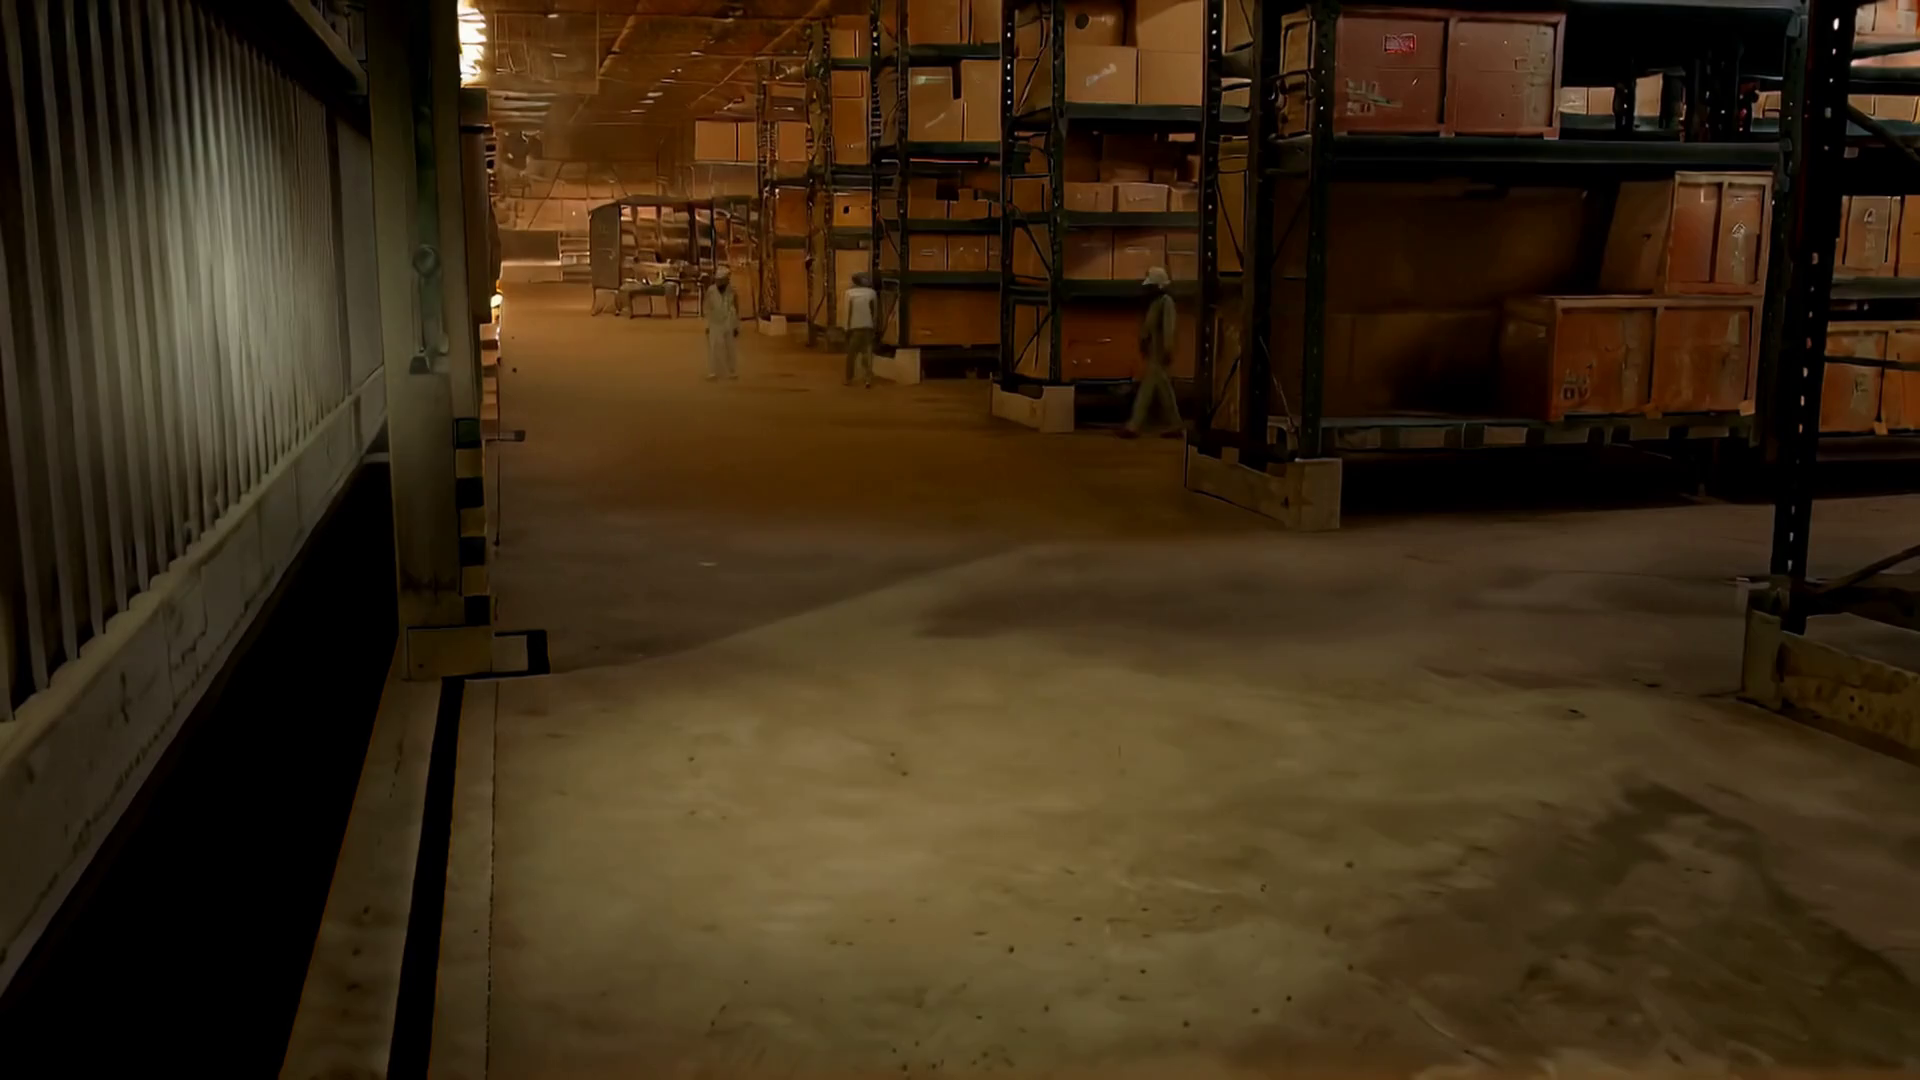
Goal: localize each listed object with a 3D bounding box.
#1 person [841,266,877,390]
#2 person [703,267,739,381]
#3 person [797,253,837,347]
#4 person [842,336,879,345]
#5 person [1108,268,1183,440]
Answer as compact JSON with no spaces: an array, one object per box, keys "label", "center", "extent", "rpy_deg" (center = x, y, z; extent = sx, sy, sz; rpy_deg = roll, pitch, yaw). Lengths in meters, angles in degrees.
[{"label":"person","center":[-1.444,-3.003,23.628],"extent":[0.535,1.739,0.763],"rpy_deg":[-3,10,-15]},{"label":"person","center":[-3.620,-3.264,25.188],"extent":[0.572,1.696,0.905],"rpy_deg":[1,10,5]},{"label":"person","center":[-2.891,-4.884,33.848],"extent":[0.981,1.895,0.625],"rpy_deg":[-6,11,-29]},{"label":"person","center":[-1.970,-4.829,34.080],"extent":[0.847,1.695,0.491],"rpy_deg":[-1,10,-6]},{"label":"person","center":[1.963,-1.933,17.394],"extent":[0.897,1.789,0.619],"rpy_deg":[-1,10,-5]}]
